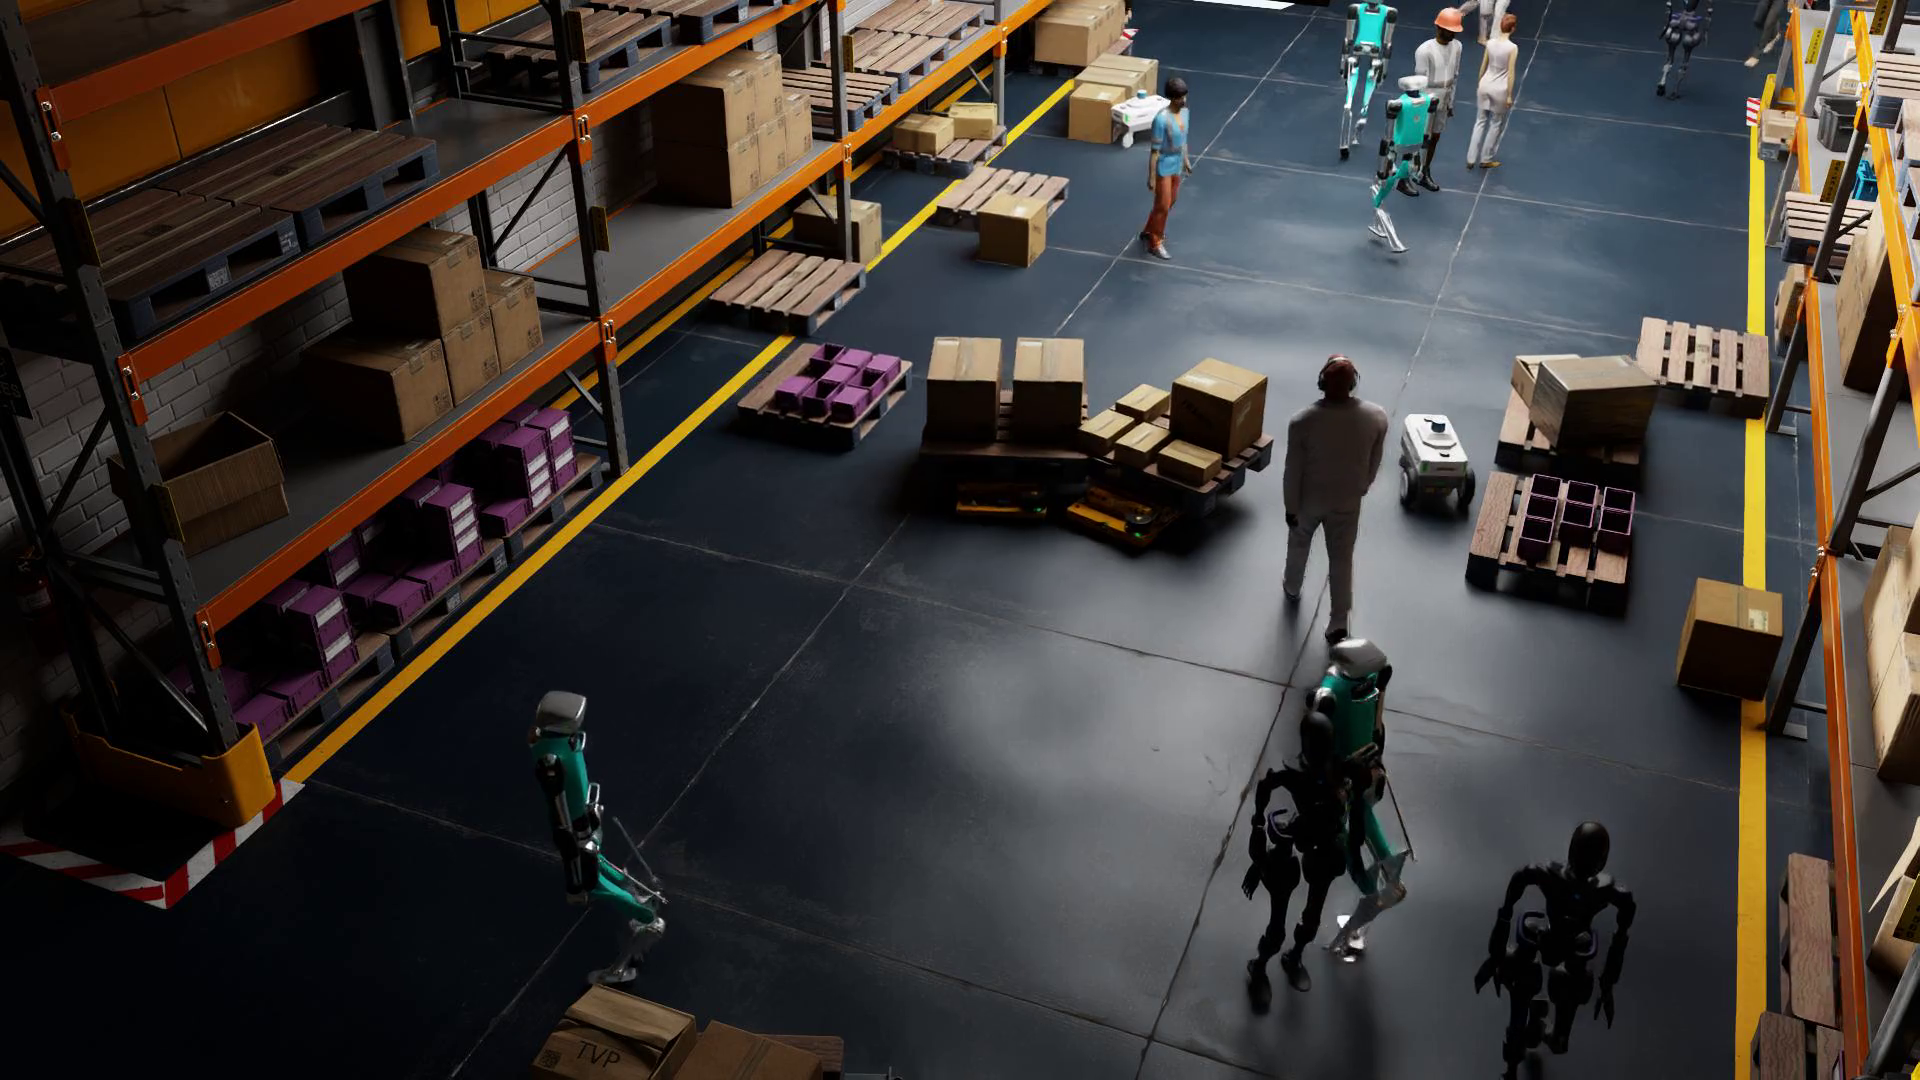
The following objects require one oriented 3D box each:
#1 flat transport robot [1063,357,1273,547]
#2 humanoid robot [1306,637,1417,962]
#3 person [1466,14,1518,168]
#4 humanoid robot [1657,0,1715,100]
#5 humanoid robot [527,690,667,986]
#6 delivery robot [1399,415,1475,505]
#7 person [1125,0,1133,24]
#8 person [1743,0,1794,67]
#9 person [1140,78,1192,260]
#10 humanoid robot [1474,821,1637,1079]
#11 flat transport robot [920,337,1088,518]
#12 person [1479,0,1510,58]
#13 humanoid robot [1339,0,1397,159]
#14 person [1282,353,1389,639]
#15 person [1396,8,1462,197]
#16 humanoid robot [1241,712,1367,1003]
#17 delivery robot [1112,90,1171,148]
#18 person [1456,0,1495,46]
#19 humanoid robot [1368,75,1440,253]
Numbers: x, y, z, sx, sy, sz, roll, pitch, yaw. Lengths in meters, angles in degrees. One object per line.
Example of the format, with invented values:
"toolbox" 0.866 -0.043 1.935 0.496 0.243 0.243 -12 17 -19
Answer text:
"flat transport robot" 1.458 -0.421 12.243 0.659 0.231 1.431 23 39 31
"humanoid robot" 2.016 1.362 8.158 0.551 1.806 0.751 -25 41 -33
"person" 5.678 -4.744 17.664 0.377 1.647 0.458 -22 39 -30
"humanoid robot" 8.536 -6.021 19.608 0.599 1.640 0.410 27 42 35
"humanoid robot" -1.654 1.507 7.982 0.672 1.882 0.559 -4 33 -6
"delivery robot" 3.504 -0.603 12.272 0.514 0.606 0.777 0 33 1
"person" 2.225 -7.834 22.399 0.318 1.696 0.536 11 34 16
"person" 10.233 -6.843 20.757 0.600 1.813 0.590 -20 38 -28
"person" 1.908 -3.539 15.716 0.552 1.744 0.573 23 39 31
"humanoid robot" 2.642 1.846 7.439 0.600 1.634 0.528 10 34 15
"flat transport robot" 0.344 -0.609 12.534 0.659 0.231 1.431 2 33 3
"person" 6.903 -7.144 21.159 0.543 1.884 0.615 22 39 30
"humanoid robot" 4.337 -4.986 17.999 0.530 1.781 0.989 10 34 15
"person" 2.351 -0.285 10.560 0.637 1.871 0.890 1 33 1
"person" 4.841 -4.466 16.983 0.539 1.927 0.390 -15 36 -21
"humanoid robot" 1.662 1.511 7.953 0.608 1.655 0.349 -5 33 -8
"delivery robot" 2.057 -4.750 18.696 0.790 0.614 0.499 -20 38 -28
"person" 6.797 -7.371 21.621 0.482 1.758 0.611 -13 35 -19
"humanoid robot" 4.106 -3.584 15.775 0.544 1.744 0.982 -12 35 -17
